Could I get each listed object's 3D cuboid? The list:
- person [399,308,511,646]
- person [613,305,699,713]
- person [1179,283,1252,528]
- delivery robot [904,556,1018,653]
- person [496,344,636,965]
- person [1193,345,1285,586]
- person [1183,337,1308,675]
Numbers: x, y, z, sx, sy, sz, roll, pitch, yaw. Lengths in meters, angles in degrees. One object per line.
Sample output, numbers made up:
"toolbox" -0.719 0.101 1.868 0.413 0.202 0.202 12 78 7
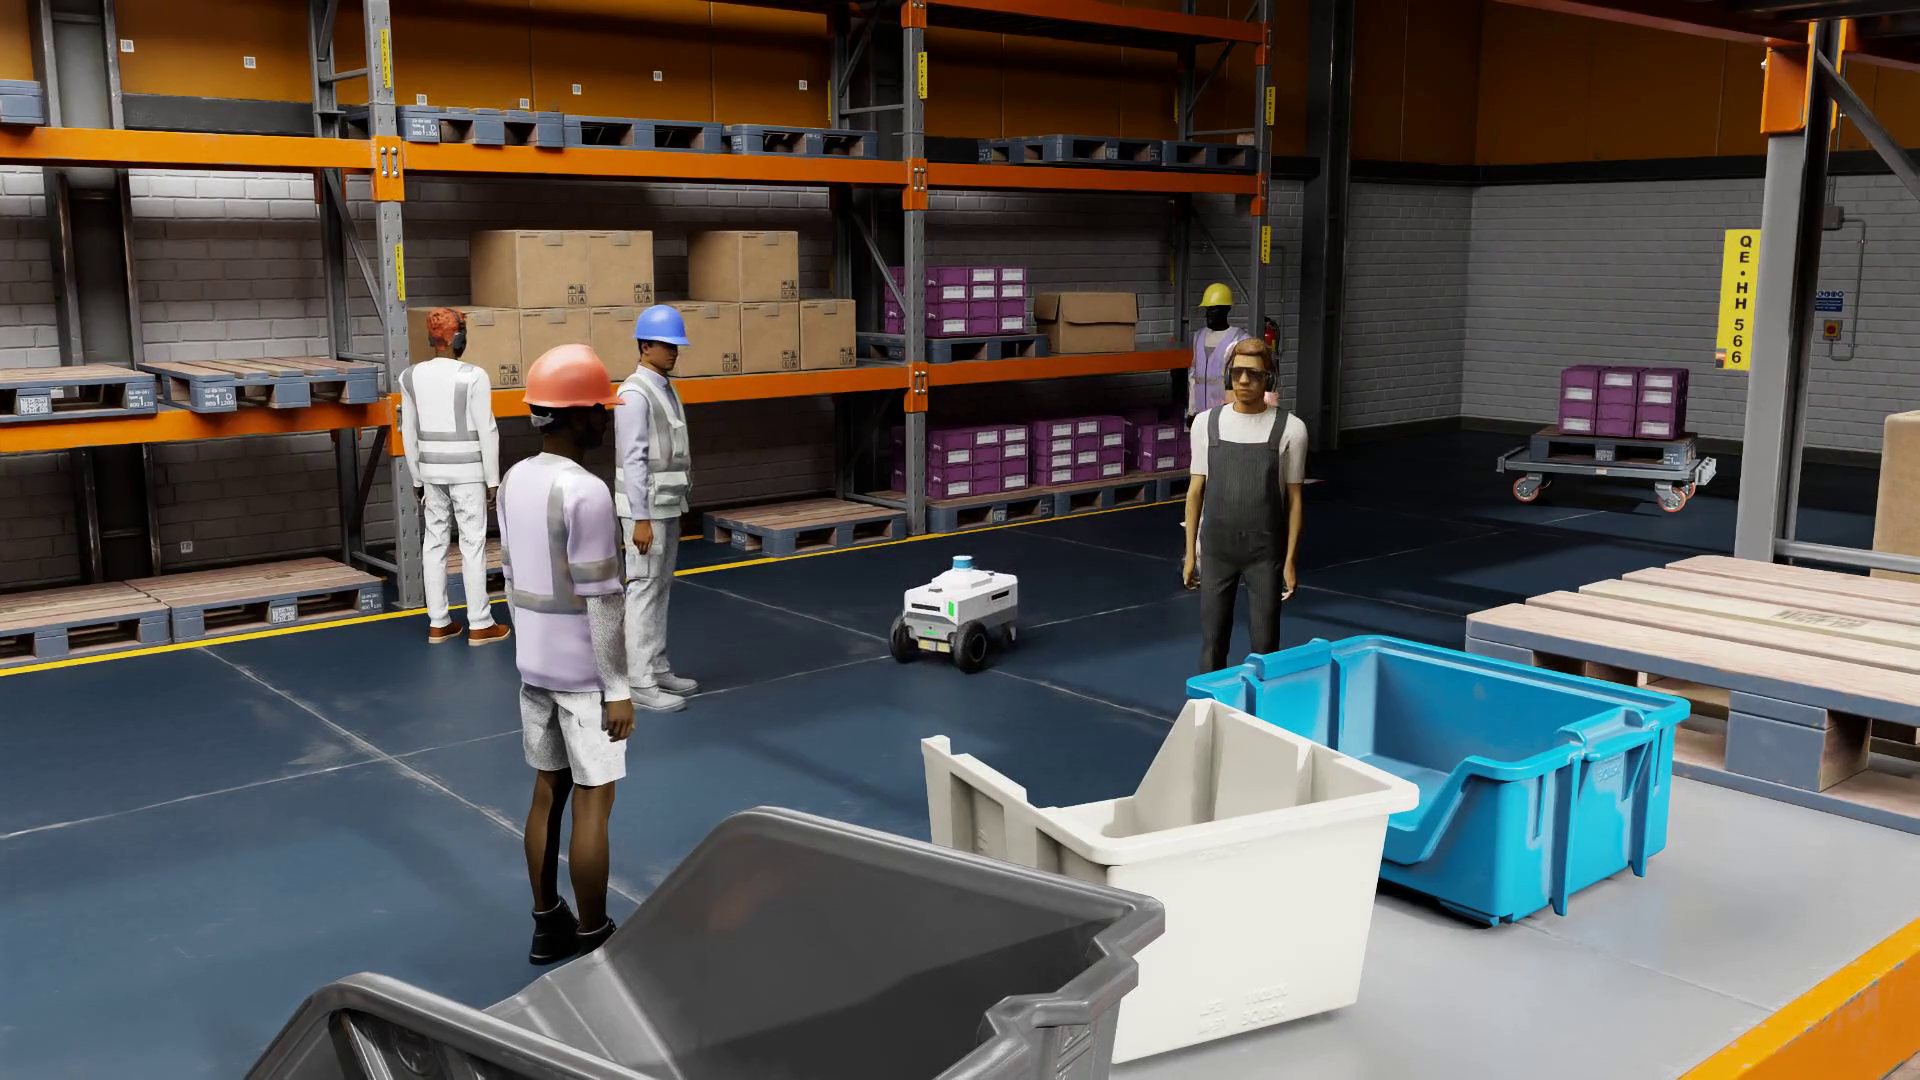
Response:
"person" -2.812 -0.345 9.267 0.574 1.883 0.356 3 11 16
"person" -1.464 -0.157 8.035 0.403 1.943 0.607 1 10 6
"person" 1.997 -1.022 12.929 0.369 1.928 0.586 -9 13 -41
"delivery robot" 0.013 0.328 8.950 0.477 0.478 0.707 7 12 32
"person" -1.157 0.382 5.043 0.357 1.938 0.542 -10 14 -44
"person" 1.839 -0.489 10.855 0.808 1.605 0.510 -9 13 -40
"person" 1.199 0.067 7.062 0.508 1.847 0.345 4 11 19
